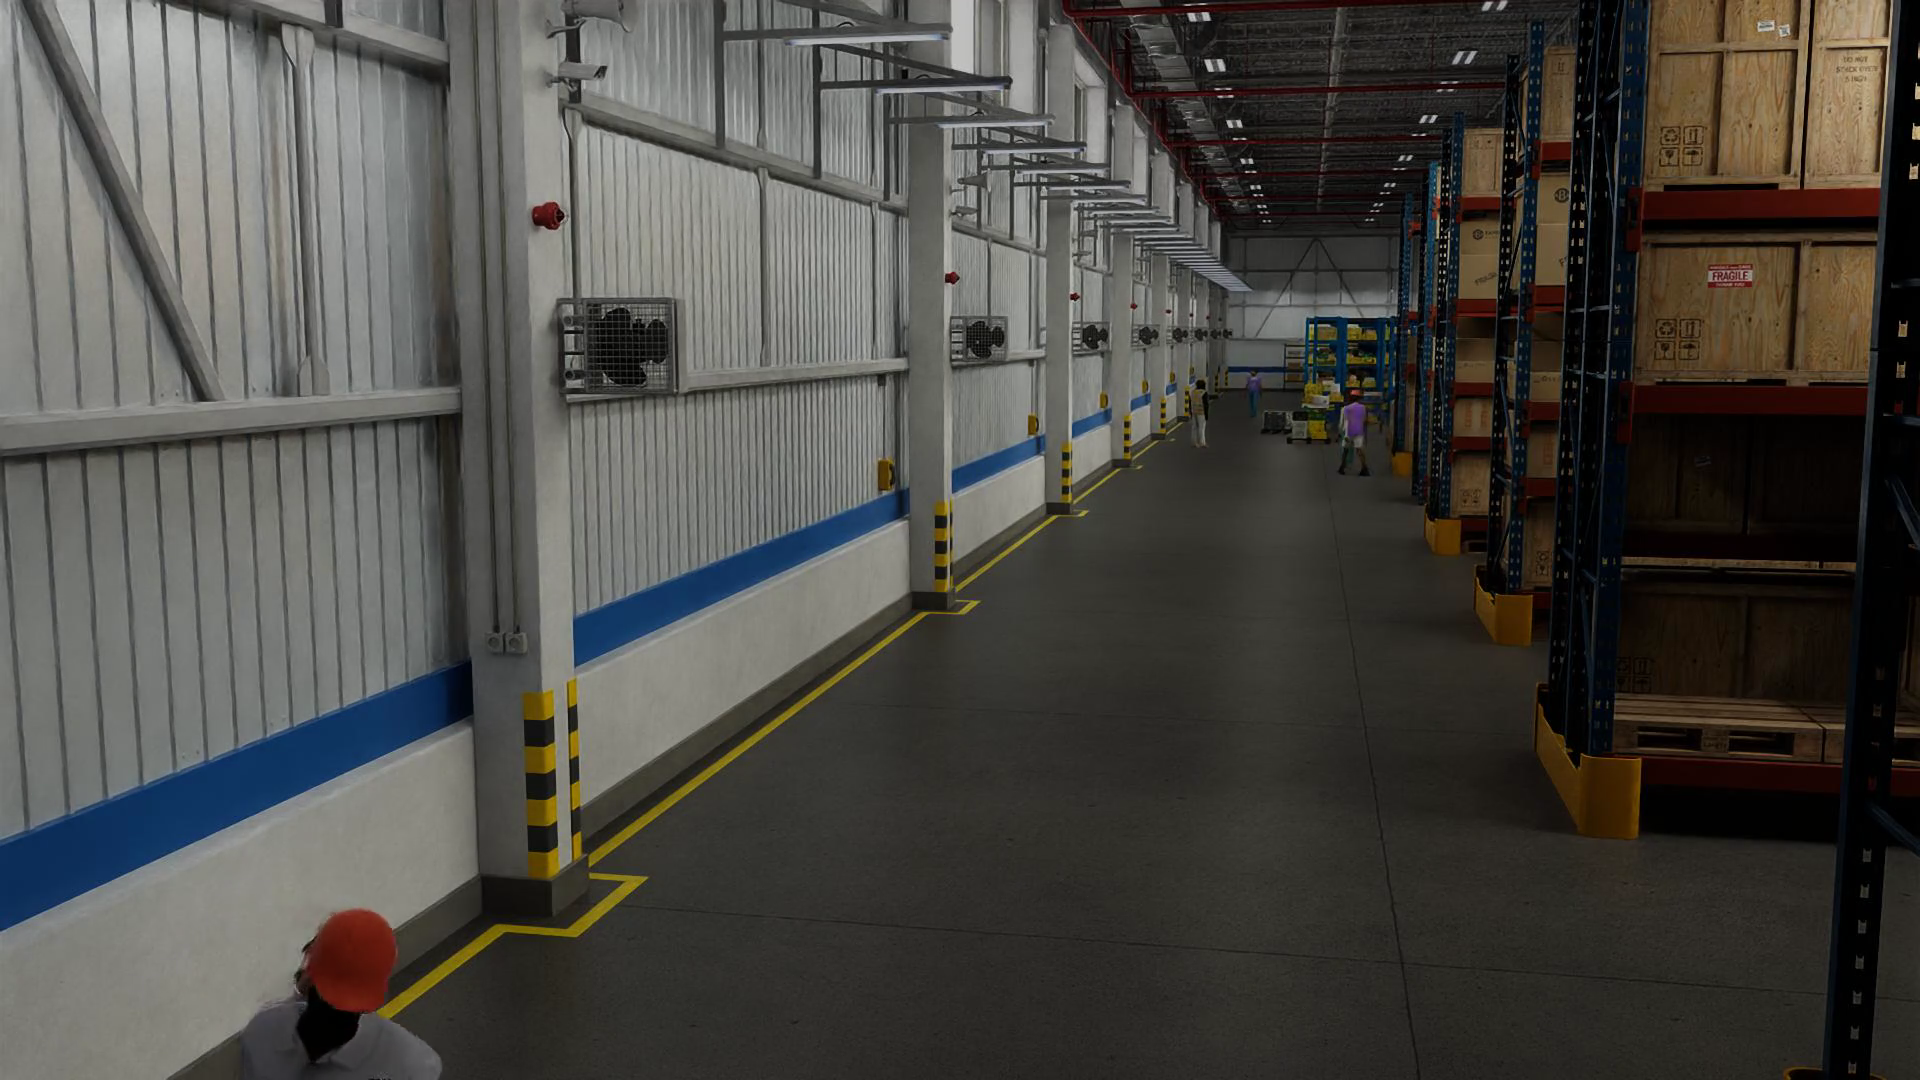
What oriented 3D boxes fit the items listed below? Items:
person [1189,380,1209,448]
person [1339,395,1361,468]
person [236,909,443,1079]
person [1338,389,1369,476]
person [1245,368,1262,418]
[{"bbox_3d":[6.403,-3.361,44.442,0.430,1.841,0.624,-6,9,-38],"label":"person"},{"bbox_3d":[8.879,-2.479,37.798,0.569,1.724,0.571,3,8,21],"label":"person"},{"bbox_3d":[-1.590,1.738,4.160,0.646,1.703,0.325,2,7,16],"label":"person"},{"bbox_3d":[8.559,-2.314,35.939,0.541,1.884,0.911,-2,7,-12],"label":"person"},{"bbox_3d":[10.635,-5.320,60.236,0.584,1.807,0.917,3,8,25],"label":"person"}]
